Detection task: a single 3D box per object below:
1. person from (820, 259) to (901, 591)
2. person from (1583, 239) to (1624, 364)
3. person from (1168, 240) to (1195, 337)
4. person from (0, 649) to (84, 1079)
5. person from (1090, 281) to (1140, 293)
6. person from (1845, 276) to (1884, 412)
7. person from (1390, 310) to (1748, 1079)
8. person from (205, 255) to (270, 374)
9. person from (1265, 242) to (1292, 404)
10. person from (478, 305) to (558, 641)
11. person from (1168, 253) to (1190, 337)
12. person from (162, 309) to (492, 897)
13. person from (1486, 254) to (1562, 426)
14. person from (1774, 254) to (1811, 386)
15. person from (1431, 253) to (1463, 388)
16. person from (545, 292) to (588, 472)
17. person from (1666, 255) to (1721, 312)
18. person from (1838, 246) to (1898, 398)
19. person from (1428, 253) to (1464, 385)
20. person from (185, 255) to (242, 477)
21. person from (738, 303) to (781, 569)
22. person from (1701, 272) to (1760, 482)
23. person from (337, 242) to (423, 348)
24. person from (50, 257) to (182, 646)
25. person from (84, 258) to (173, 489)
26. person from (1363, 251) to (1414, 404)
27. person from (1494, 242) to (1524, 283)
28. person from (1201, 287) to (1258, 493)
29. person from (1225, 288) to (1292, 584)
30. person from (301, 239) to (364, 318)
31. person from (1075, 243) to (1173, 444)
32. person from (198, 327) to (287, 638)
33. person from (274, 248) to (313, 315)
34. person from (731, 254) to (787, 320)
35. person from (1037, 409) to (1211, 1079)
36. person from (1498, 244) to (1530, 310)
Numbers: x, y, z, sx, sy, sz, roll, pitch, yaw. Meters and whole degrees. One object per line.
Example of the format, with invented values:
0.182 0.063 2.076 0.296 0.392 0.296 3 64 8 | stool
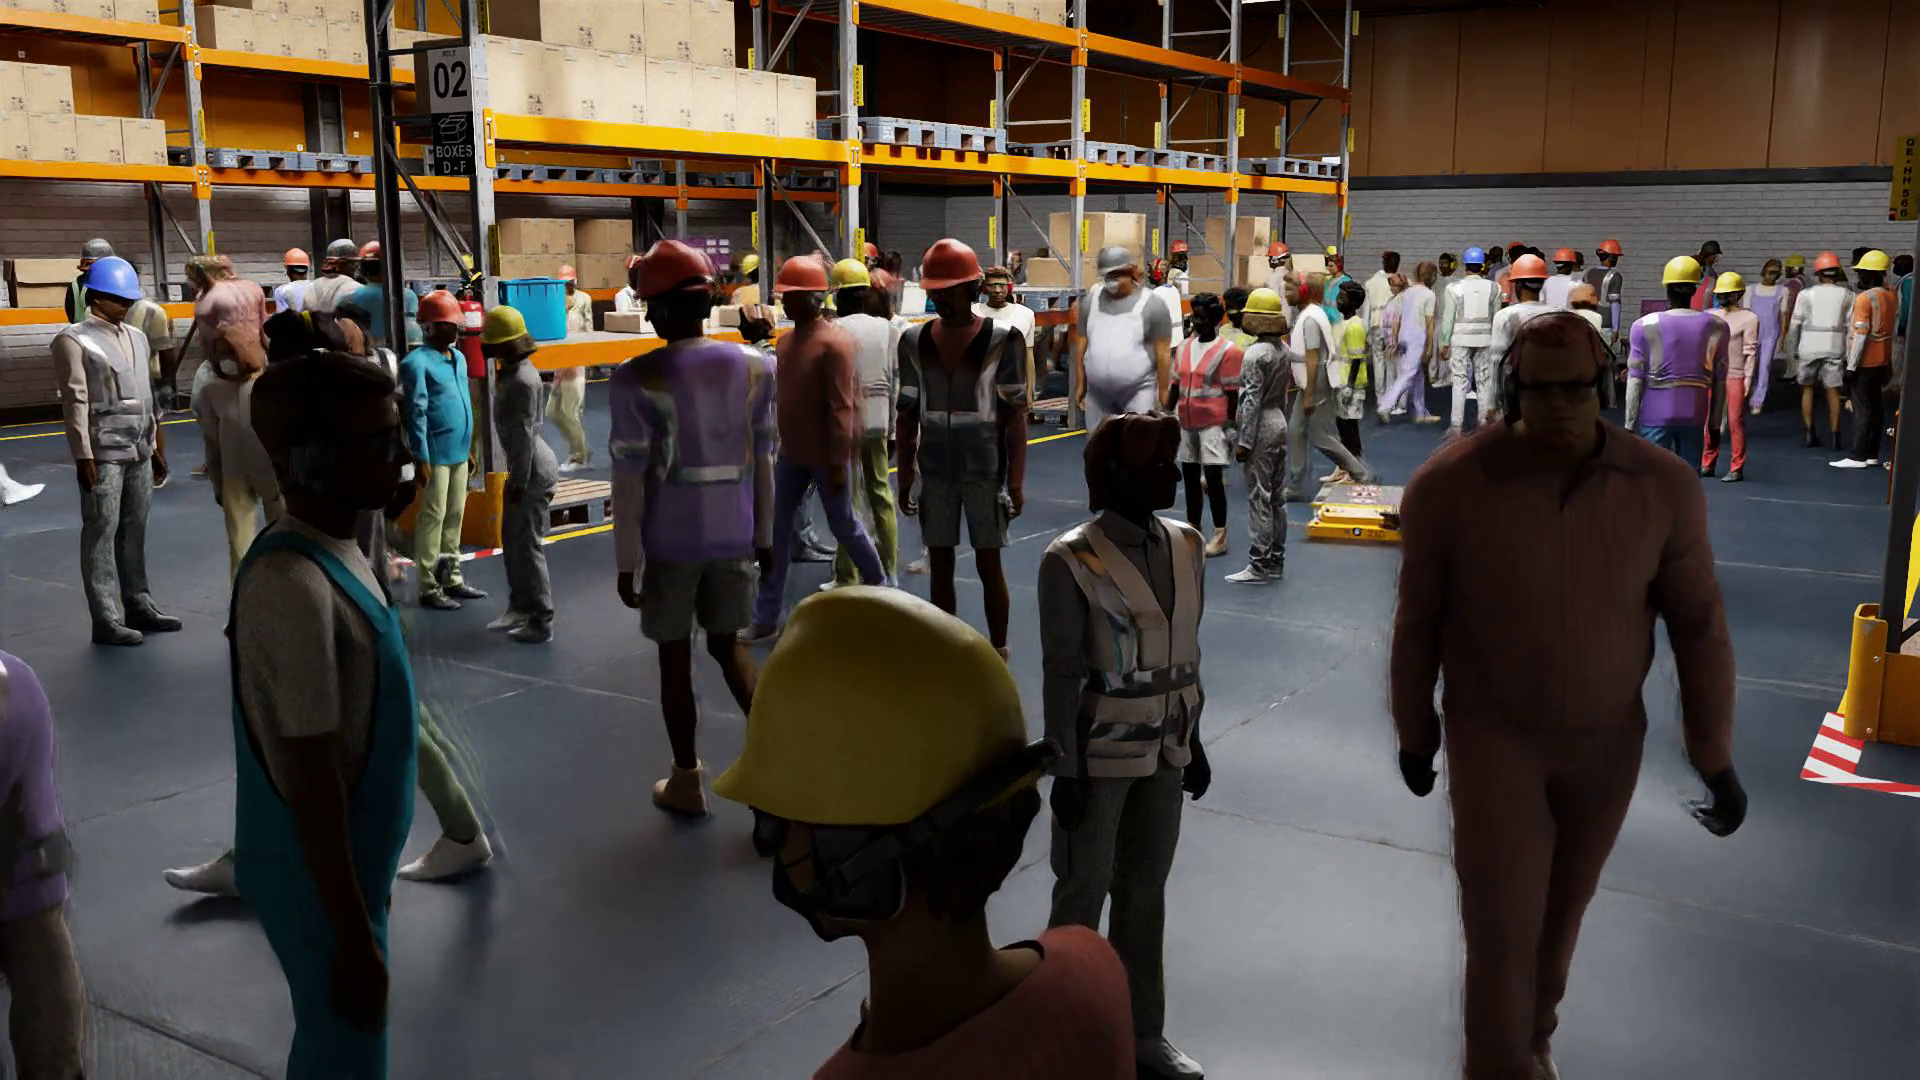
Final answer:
-0.604 -0.640 9.534 0.584 1.918 0.401 -8 13 -38 | person
7.834 -2.635 20.270 0.403 2.036 0.601 -4 11 -21 | person
3.486 -3.724 26.328 0.452 2.030 0.621 -9 14 -42 | person
-1.402 0.727 2.081 1.002 1.877 0.579 10 14 43 | person
1.571 -2.004 16.958 0.602 1.960 0.368 -5 11 -26 | person
10.695 -2.354 19.647 0.317 1.691 0.535 3 11 15 | person
1.300 0.458 3.577 0.663 1.869 0.859 0 10 1 | person
-7.536 -2.037 17.404 0.706 1.876 0.480 -10 14 -44 | person
3.878 -2.637 20.366 0.381 1.994 0.622 7 12 33 | person
-2.243 -0.338 8.439 0.371 1.701 0.542 -5 11 -24 | person
3.155 -3.243 24.159 0.429 1.839 0.633 -5 12 -27 | person
-1.938 0.209 5.100 0.962 1.820 0.491 -6 12 -28 | person
3.810 -0.960 11.275 0.541 1.929 0.385 -2 10 -10 | person
11.723 -3.081 23.293 0.503 1.836 0.727 9 13 40 | person
6.581 -3.004 22.834 0.713 1.849 0.509 -7 12 -33 | person
-3.449 -1.396 14.530 0.370 1.615 0.522 -4 11 -20 | person
8.942 -2.556 20.342 0.633 1.842 0.429 7 13 36 | person
11.582 -2.763 21.188 0.680 1.948 0.631 4 11 20 | person
6.813 -3.093 23.340 0.504 1.839 0.348 0 10 1 | person
-6.326 -1.464 14.131 0.654 1.886 0.732 9 14 42 | person
-1.239 -0.645 10.319 0.306 1.639 0.522 -5 12 -27 | person
6.428 -1.366 13.992 0.341 1.760 0.530 -6 12 -29 | person
-4.394 -1.258 12.706 0.644 2.001 0.588 -2 10 -12 | person
-4.260 -0.451 8.409 0.397 1.939 0.602 2 10 10 | person
-6.585 -1.288 13.219 0.651 1.892 1.030 -3 11 -16 | person
5.253 -2.602 20.455 0.608 1.896 0.582 4 11 20 | person
7.534 -3.063 22.725 0.611 1.996 0.379 -7 12 -32 | person
2.218 -1.184 13.255 0.888 1.635 0.555 -8 13 -39 | person
1.773 -0.609 9.833 0.294 1.744 0.485 7 12 34 | person
-5.296 -1.589 14.435 0.688 2.000 0.536 5 11 24 | person
1.186 -1.164 12.081 0.736 2.000 0.641 5 11 24 | person
-3.627 -0.292 8.505 0.493 1.573 0.864 -1 10 -8 | person
-6.599 -1.944 16.689 0.357 1.936 0.551 9 13 40 | person
-2.043 -1.921 16.734 0.632 1.889 0.810 4 11 23 | person
0.384 0.514 3.882 0.515 1.645 0.309 -9 14 -41 | person
7.014 -2.749 21.064 0.361 1.965 0.613 8 13 38 | person
